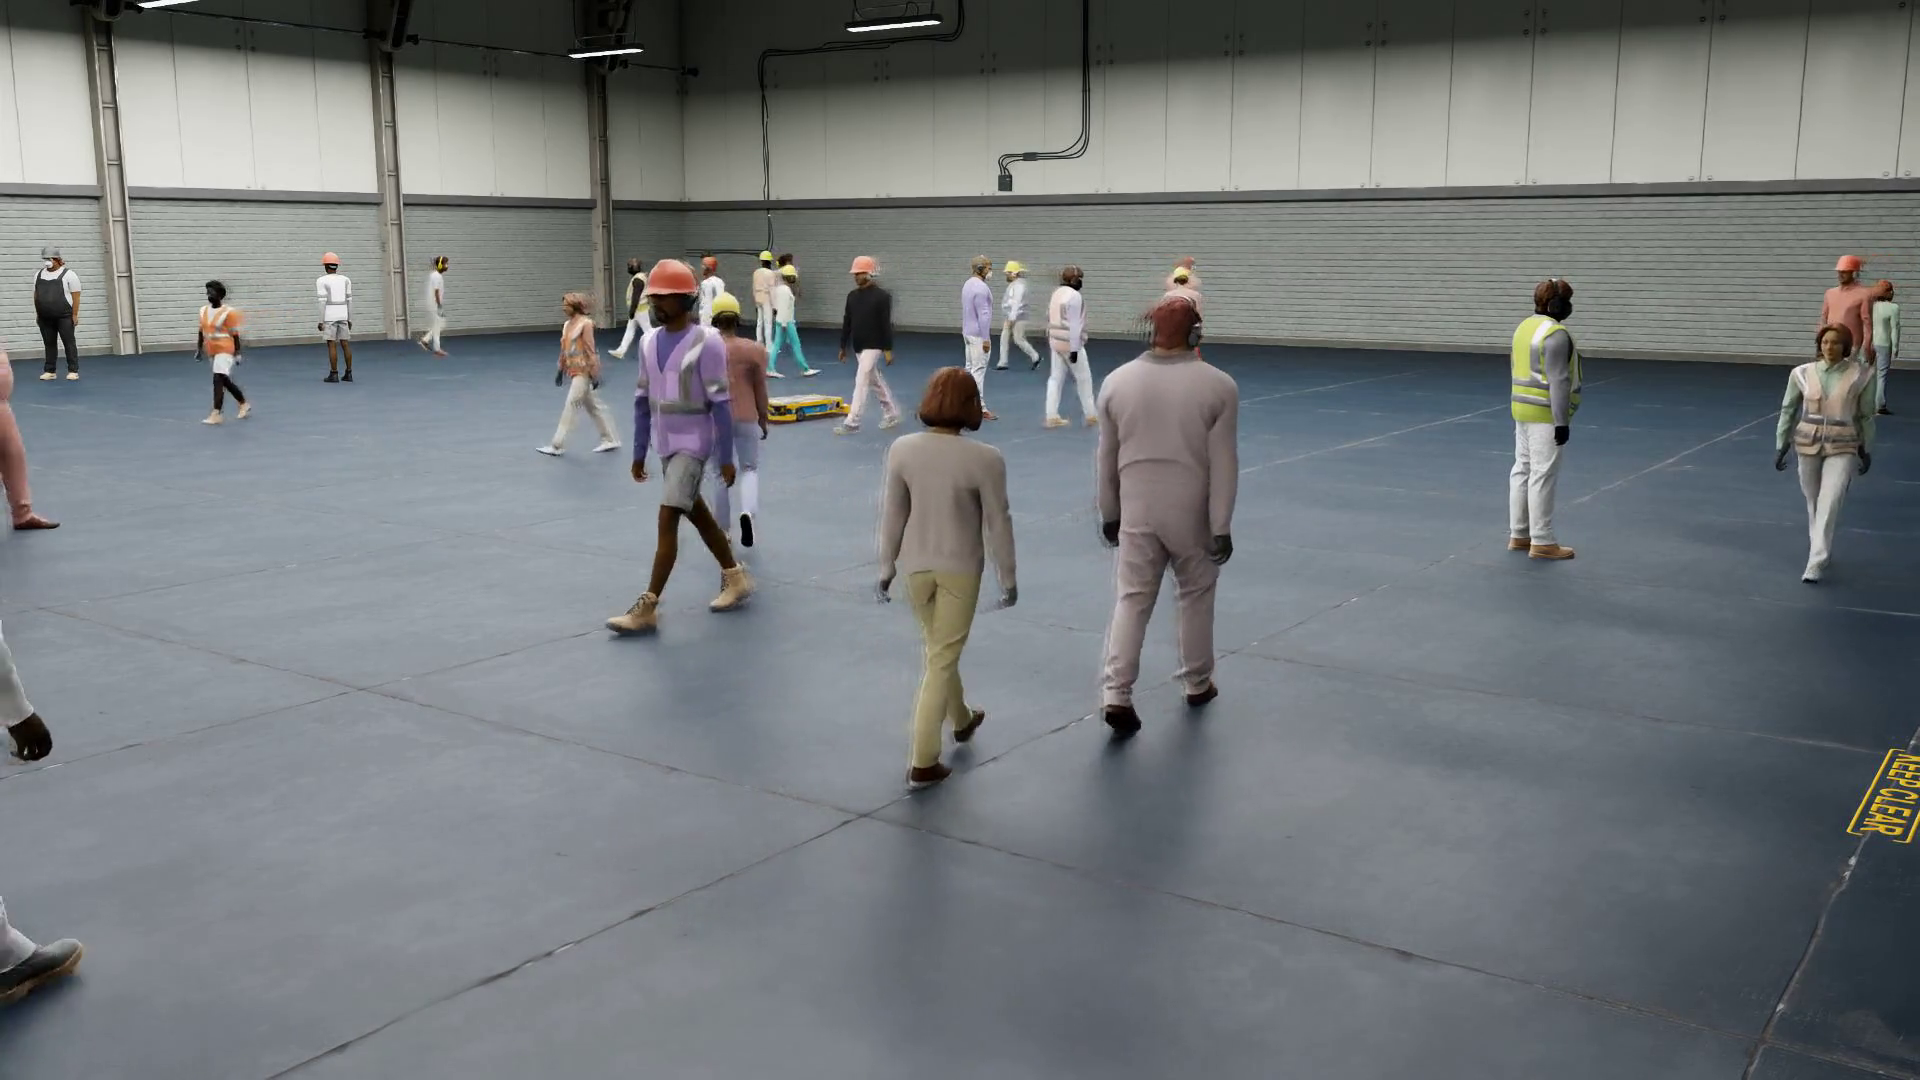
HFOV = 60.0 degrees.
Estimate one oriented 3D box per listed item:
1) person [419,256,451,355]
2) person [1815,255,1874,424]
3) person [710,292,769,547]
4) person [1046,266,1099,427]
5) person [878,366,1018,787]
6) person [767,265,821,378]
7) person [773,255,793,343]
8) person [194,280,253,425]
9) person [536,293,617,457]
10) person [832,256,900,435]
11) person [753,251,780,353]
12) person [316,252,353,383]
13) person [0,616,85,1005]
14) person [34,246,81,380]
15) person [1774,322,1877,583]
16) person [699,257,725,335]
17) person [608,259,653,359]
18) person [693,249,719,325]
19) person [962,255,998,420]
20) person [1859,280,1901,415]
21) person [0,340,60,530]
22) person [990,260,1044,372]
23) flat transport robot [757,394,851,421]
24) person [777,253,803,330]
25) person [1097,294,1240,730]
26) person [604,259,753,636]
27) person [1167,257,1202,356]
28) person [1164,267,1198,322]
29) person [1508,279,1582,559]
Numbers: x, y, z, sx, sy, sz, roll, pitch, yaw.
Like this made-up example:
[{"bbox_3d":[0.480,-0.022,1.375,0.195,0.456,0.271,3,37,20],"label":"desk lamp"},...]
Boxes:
[{"bbox_3d":[-9.690,-4.322,30.751,0.533,1.841,0.533,-2,10,-11],"label":"person"},{"bbox_3d":[10.003,-2.241,18.785,1.015,1.953,0.627,-4,11,-19],"label":"person"},{"bbox_3d":[-1.558,-0.808,11.323,0.525,1.747,0.697,-1,10,-7],"label":"person"},{"bbox_3d":[1.331,-2.178,18.825,0.846,1.807,0.658,-4,11,-23],"label":"person"},{"bbox_3d":[0.000,0.117,6.540,0.530,1.596,0.811,6,12,30],"label":"person"},{"bbox_3d":[-2.595,-3.368,25.715,0.871,1.724,0.536,-3,11,-16],"label":"person"},{"bbox_3d":[-3.709,-5.016,34.684,0.529,1.837,0.915,-5,11,-26],"label":"person"},{"bbox_3d":[-8.560,-2.194,19.336,0.530,1.662,0.838,5,11,25],"label":"person"},{"bbox_3d":[-3.771,-1.623,16.333,0.881,1.586,0.540,-7,12,-34],"label":"person"},{"bbox_3d":[-1.017,-2.148,18.323,1.044,1.944,0.645,-10,14,-44],"label":"person"},{"bbox_3d":[-3.684,-4.505,31.536,0.628,1.926,0.380,10,14,43],"label":"person"},{"bbox_3d":[-9.371,-3.325,24.900,0.360,1.936,0.552,8,13,37],"label":"person"},{"bbox_3d":[-2.687,0.430,4.164,0.589,1.843,0.976,4,11,23],"label":"person"},{"bbox_3d":[-13.776,-3.451,25.321,0.678,2.000,0.537,0,10,-1],"label":"person"},{"bbox_3d":[5.401,-0.561,10.390,0.535,1.596,0.872,8,13,38],"label":"person"},{"bbox_3d":[-3.515,-3.054,23.532,0.355,1.884,0.575,3,10,15],"label":"person"},{"bbox_3d":[-5.808,-4.110,29.712,0.974,1.785,0.646,-2,10,-12],"label":"person"},{"bbox_3d":[-5.926,-5.825,38.903,0.627,1.940,0.370,2,10,13],"label":"person"},{"bbox_3d":[0.216,-2.379,19.618,0.370,1.934,0.627,-3,11,-18],"label":"person"},{"bbox_3d":[11.151,-2.334,20.202,0.286,1.633,0.499,-7,12,-33],"label":"person"},{"bbox_3d":[-7.051,-0.960,11.849,0.875,1.875,0.642,-2,10,-11],"label":"person"},{"bbox_3d":[0.931,-3.613,26.904,0.807,1.804,0.594,-3,10,-15],"label":"person"},{"bbox_3d":[-1.946,-1.586,19.832,0.652,0.197,1.431,7,12,33],"label":"flat transport robot"},{"bbox_3d":[-4.100,-5.945,39.863,0.594,1.832,0.491,5,11,24],"label":"person"},{"bbox_3d":[0.880,-0.124,7.186,0.656,1.867,0.969,5,11,25],"label":"person"},{"bbox_3d":[-1.517,-0.523,9.066,0.624,1.993,1.075,9,13,40],"label":"person"},{"bbox_3d":[3.521,-3.546,26.365,0.640,1.866,0.947,7,12,33],"label":"person"},{"bbox_3d":[3.019,-2.870,22.904,0.540,1.748,0.647,-2,10,-10],"label":"person"},{"bbox_3d":[3.891,-0.806,11.063,0.430,1.845,0.619,-1,10,-5],"label":"person"}]
